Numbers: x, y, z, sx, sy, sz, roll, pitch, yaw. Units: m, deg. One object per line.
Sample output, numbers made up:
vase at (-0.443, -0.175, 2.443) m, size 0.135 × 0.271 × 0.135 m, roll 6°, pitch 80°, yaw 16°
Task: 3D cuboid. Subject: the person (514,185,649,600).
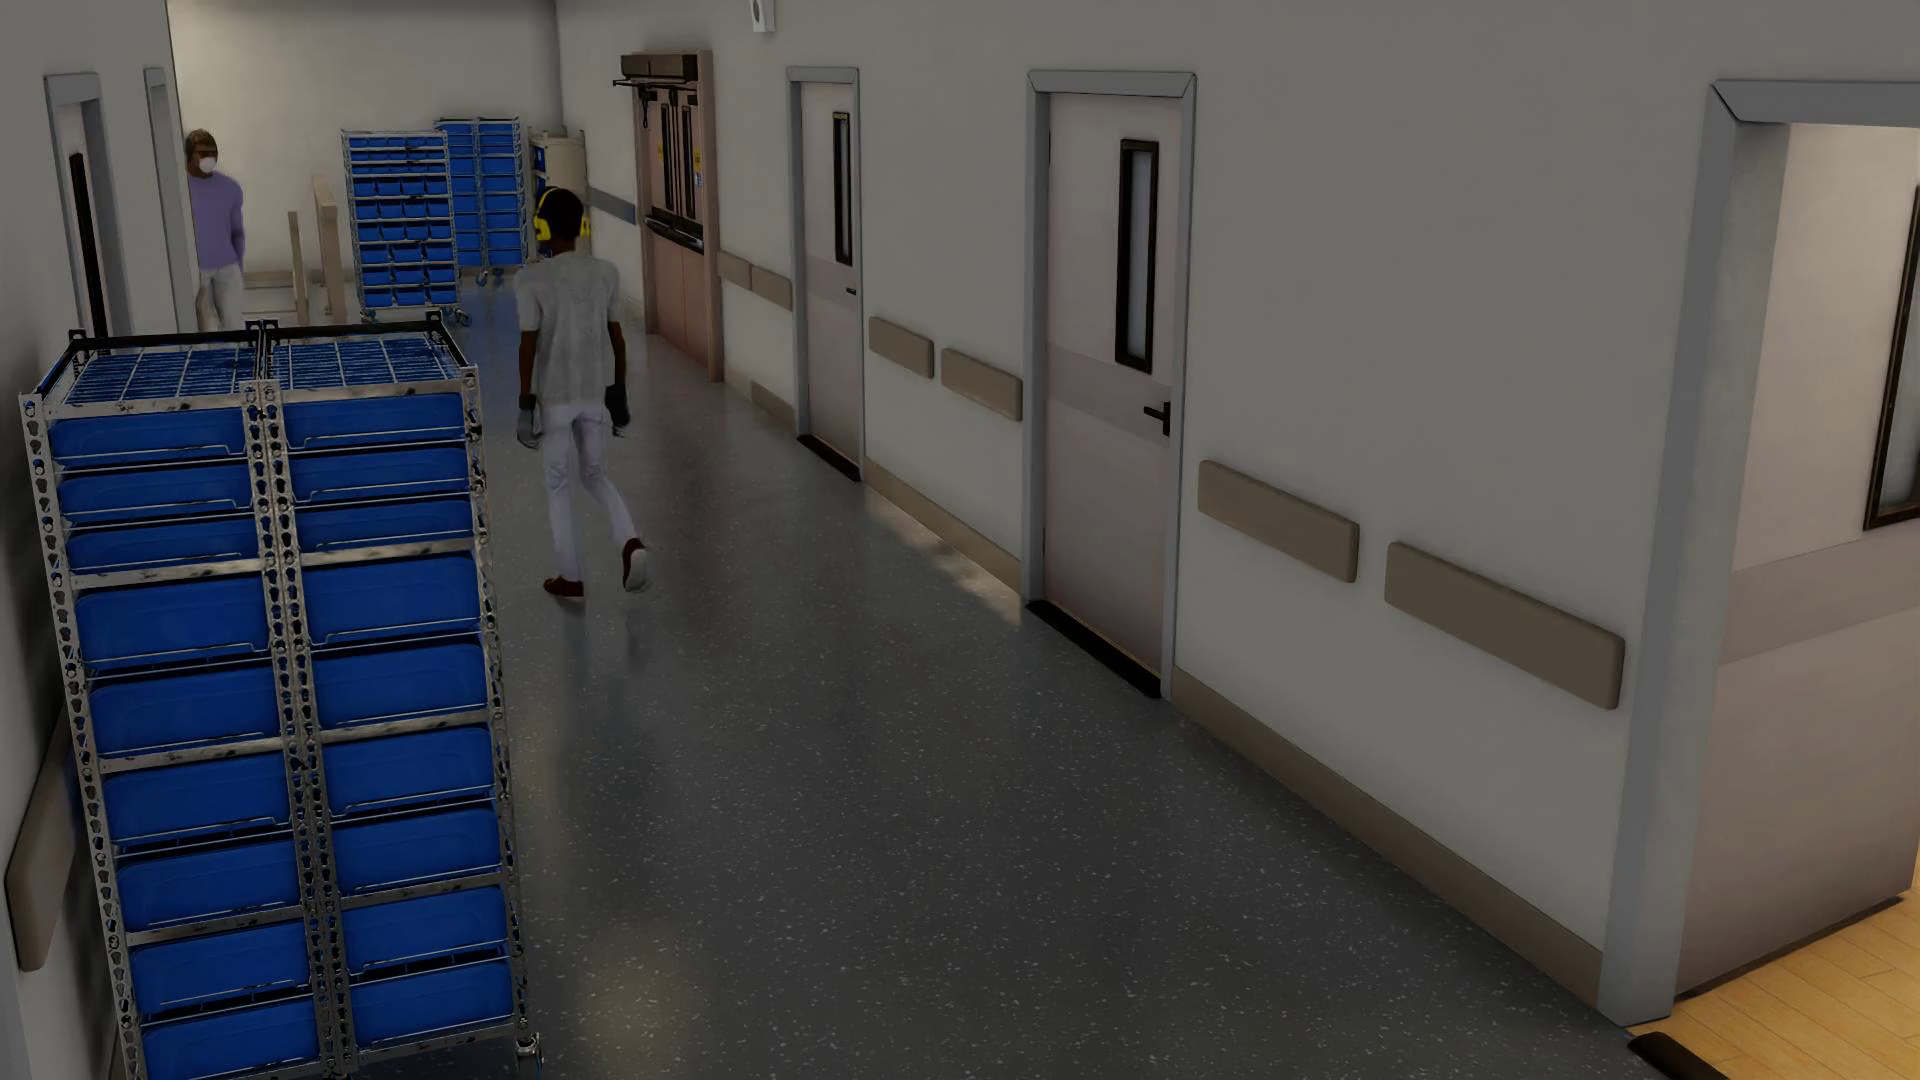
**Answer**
person at (-1.680, -0.607, 7.306) m, size 0.521 × 1.856 × 0.548 m, roll -15°, pitch 22°, yaw -42°
